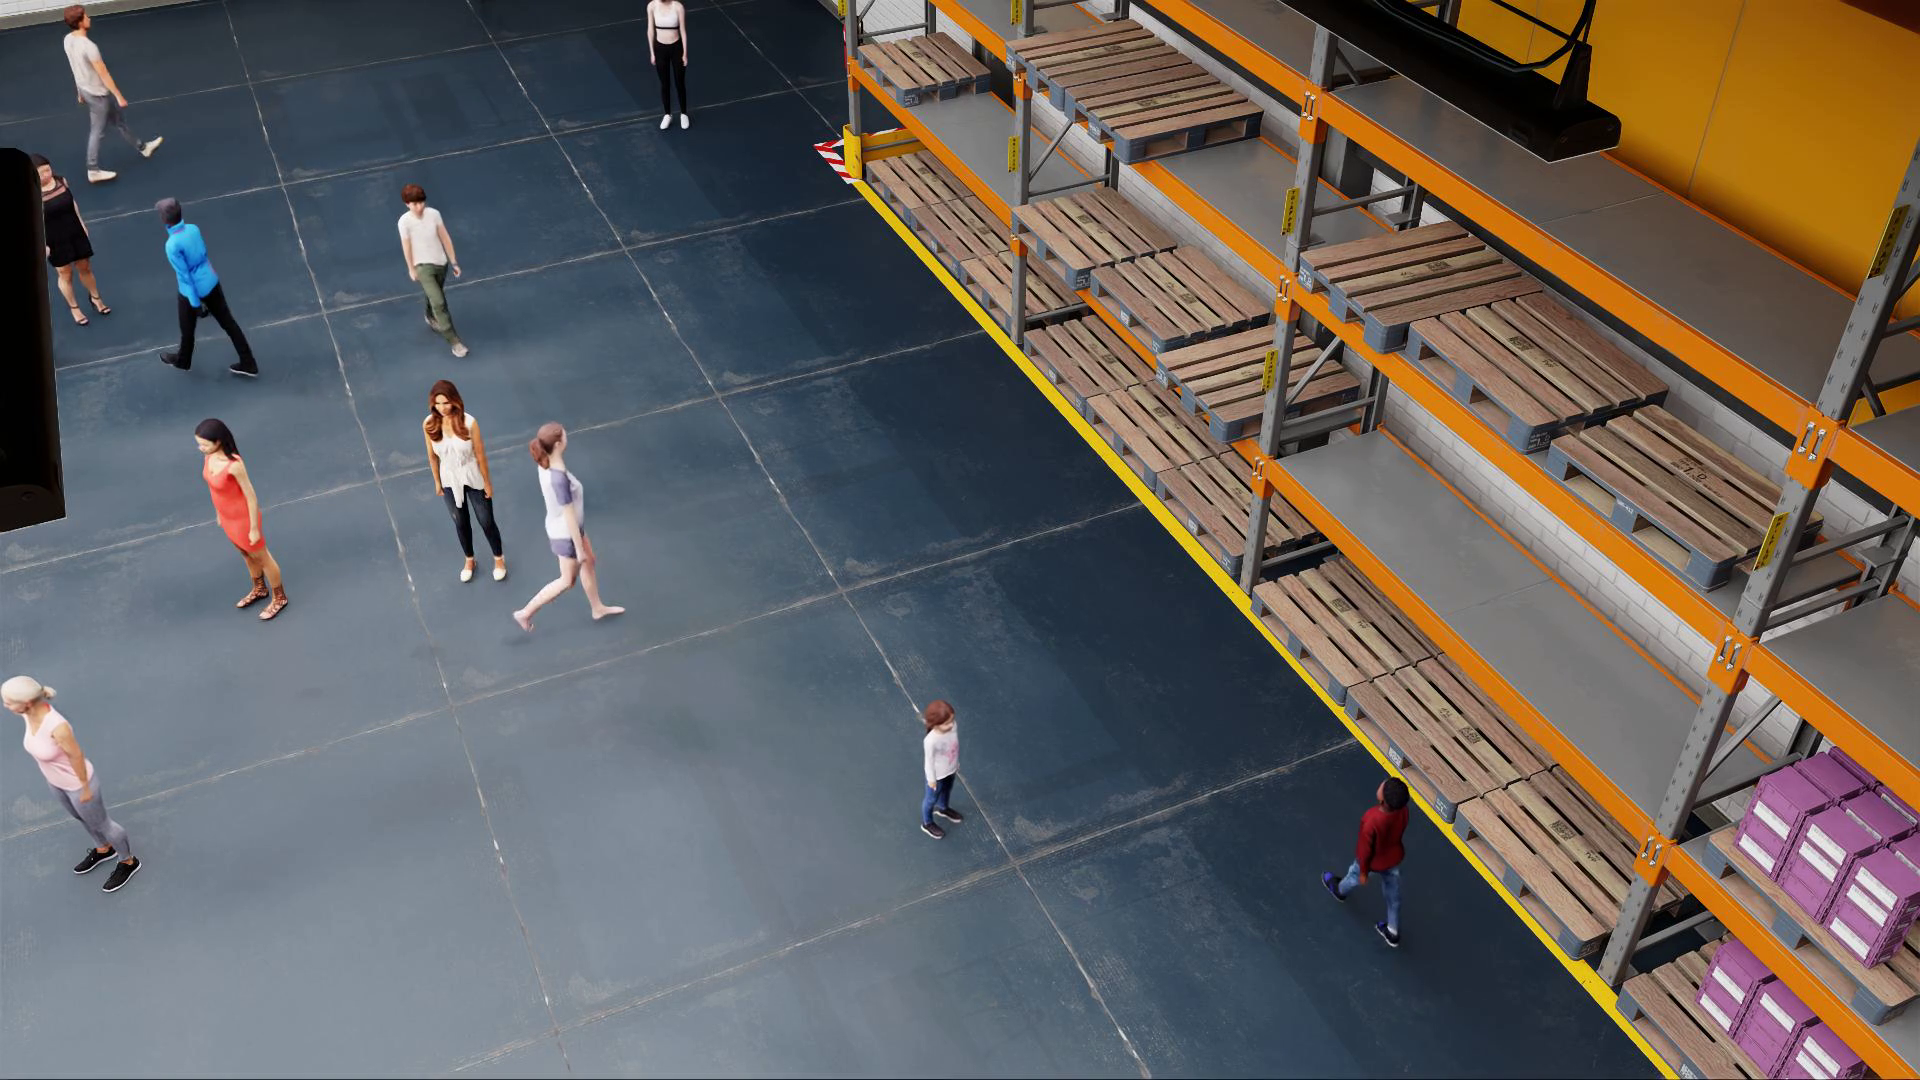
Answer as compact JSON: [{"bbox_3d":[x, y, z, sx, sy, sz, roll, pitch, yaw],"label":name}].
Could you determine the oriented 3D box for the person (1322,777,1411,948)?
[{"bbox_3d":[2.554,1.936,9.951,0.507,1.229,0.857,-15,41,-18],"label":"person"}]

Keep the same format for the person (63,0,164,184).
[{"bbox_3d":[-9.327,-4.727,17.805,1.253,1.841,1.099,27,46,30],"label":"person"}]

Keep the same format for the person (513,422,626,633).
[{"bbox_3d":[-2.926,-0.026,12.001,0.650,1.737,0.951,-15,41,-18],"label":"person"}]

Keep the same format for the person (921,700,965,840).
[{"bbox_3d":[-0.127,1.440,10.667,0.554,1.110,0.511,27,46,29],"label":"person"}]

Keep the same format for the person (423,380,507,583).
[{"bbox_3d":[-3.721,-0.451,12.497,0.650,1.782,0.650,0,39,0],"label":"person"}]

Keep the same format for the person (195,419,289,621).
[{"bbox_3d":[-5.283,-0.178,12.202,0.630,1.723,0.734,22,44,26],"label":"person"}]

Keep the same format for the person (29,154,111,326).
[{"bbox_3d":[-8.383,-2.815,15.514,0.779,1.711,0.747,19,43,23],"label":"person"}]

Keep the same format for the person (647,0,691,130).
[{"bbox_3d":[-3.296,-5.543,18.901,0.663,1.748,0.659,1,39,1],"label":"person"}]

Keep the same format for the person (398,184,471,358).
[{"bbox_3d":[-4.877,-2.533,15.248,0.799,1.602,1.224,-29,47,-31],"label":"person"}]

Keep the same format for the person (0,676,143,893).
[{"bbox_3d":[-5.438,1.445,10.171,0.601,1.722,0.702,23,44,26],"label":"person"}]

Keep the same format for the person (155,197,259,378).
[{"bbox_3d":[-6.616,-2.183,14.688,1.128,1.755,1.112,10,40,13],"label":"person"}]
